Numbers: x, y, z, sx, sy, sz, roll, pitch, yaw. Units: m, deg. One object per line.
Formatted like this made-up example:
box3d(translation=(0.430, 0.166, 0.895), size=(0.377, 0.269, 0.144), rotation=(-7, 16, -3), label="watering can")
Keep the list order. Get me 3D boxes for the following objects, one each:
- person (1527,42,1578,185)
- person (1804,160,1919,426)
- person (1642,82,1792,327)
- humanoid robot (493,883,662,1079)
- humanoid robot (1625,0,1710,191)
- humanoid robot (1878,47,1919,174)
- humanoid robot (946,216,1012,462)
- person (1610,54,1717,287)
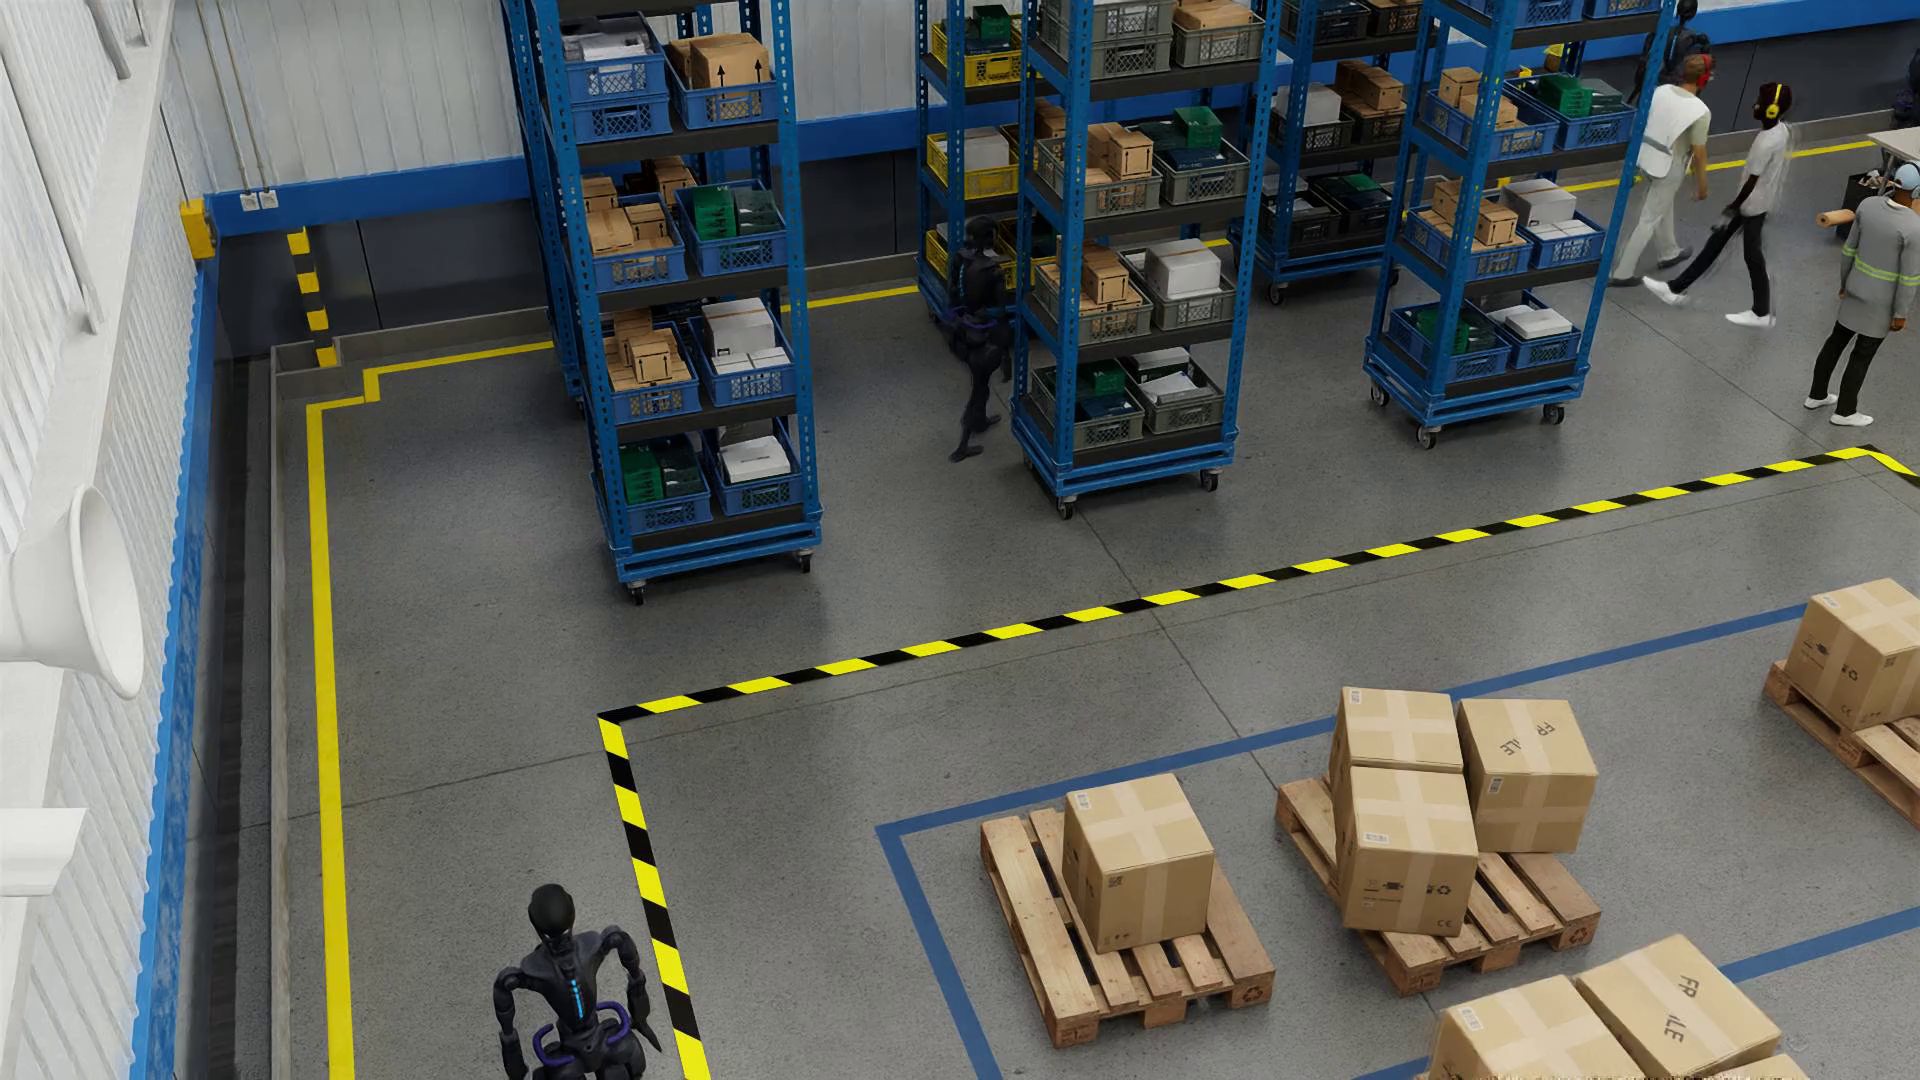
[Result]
box3d(translation=(4.650, -3.157, 13.252), size=(0.309, 1.741, 0.493), rotation=(25, 42, 31), label="person")
box3d(translation=(6.040, -1.624, 10.984), size=(0.365, 1.852, 0.589), rotation=(-11, 37, -15), label="person")
box3d(translation=(5.690, -2.453, 12.181), size=(0.970, 1.821, 0.519), rotation=(15, 38, 20), label="person")
box3d(translation=(-1.397, 1.897, 6.131), size=(0.599, 1.657, 0.315), rotation=(-18, 39, -24), label="humanoid robot")
box3d(translation=(6.024, -3.818, 14.246), size=(0.595, 1.658, 0.333), rotation=(22, 41, 28), label="humanoid robot")
box3d(translation=(7.899, -3.525, 13.873), size=(0.550, 1.653, 0.608), rotation=(17, 39, 23), label="humanoid robot")
box3d(translation=(0.150, -1.319, 10.713), size=(0.613, 1.637, 0.601), rotation=(-24, 42, -30), label="humanoid robot")
box3d(translation=(5.507, -2.819, 12.712), size=(0.906, 1.805, 0.579), rotation=(-9, 36, -12), label="person")
